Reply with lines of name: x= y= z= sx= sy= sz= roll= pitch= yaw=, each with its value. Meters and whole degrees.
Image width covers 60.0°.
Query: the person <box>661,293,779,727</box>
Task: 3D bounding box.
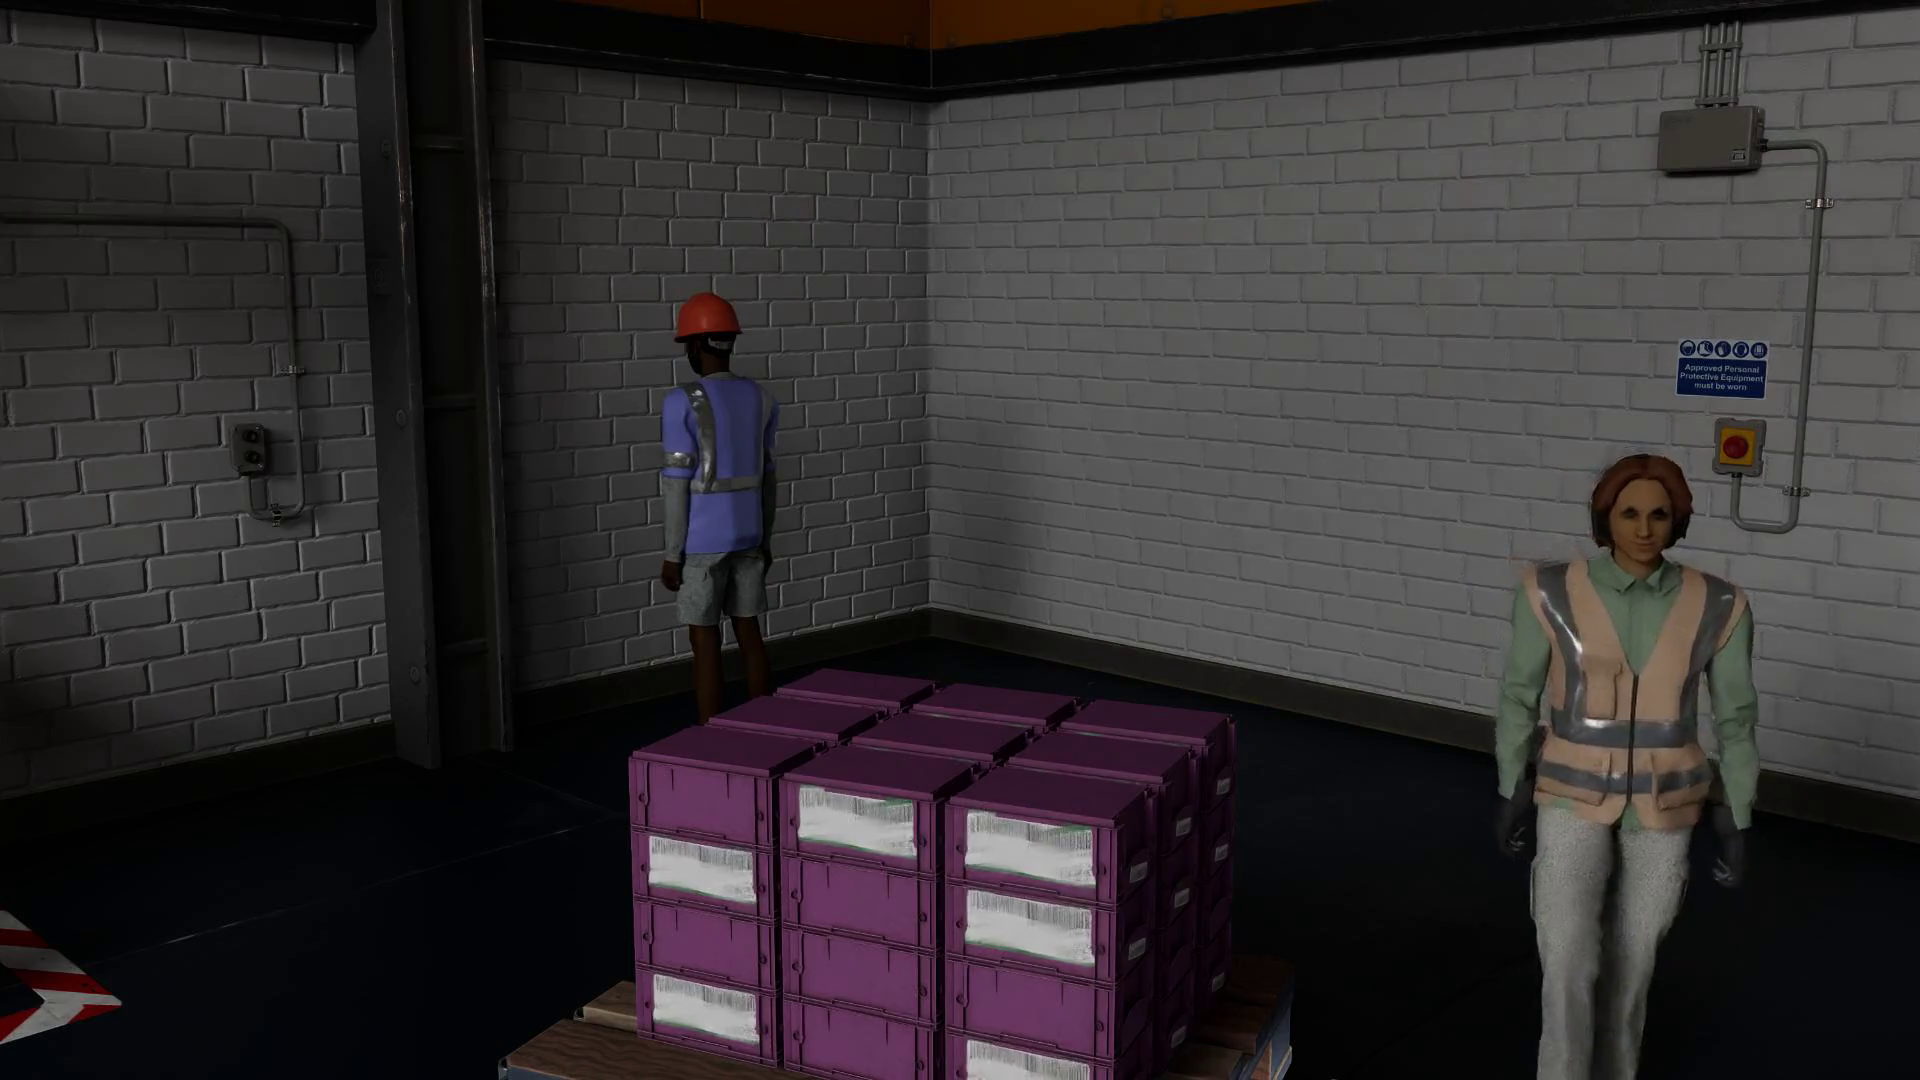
person: x=-0.975 y=-0.010 z=6.621 sx=0.380 sy=1.929 sz=0.543 roll=8 pitch=12 yaw=40

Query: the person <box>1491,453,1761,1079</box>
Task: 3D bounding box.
person: x=1.453 y=0.629 z=3.615 sx=0.540 sy=1.614 sz=0.674 roll=2 pitch=9 yaw=11
